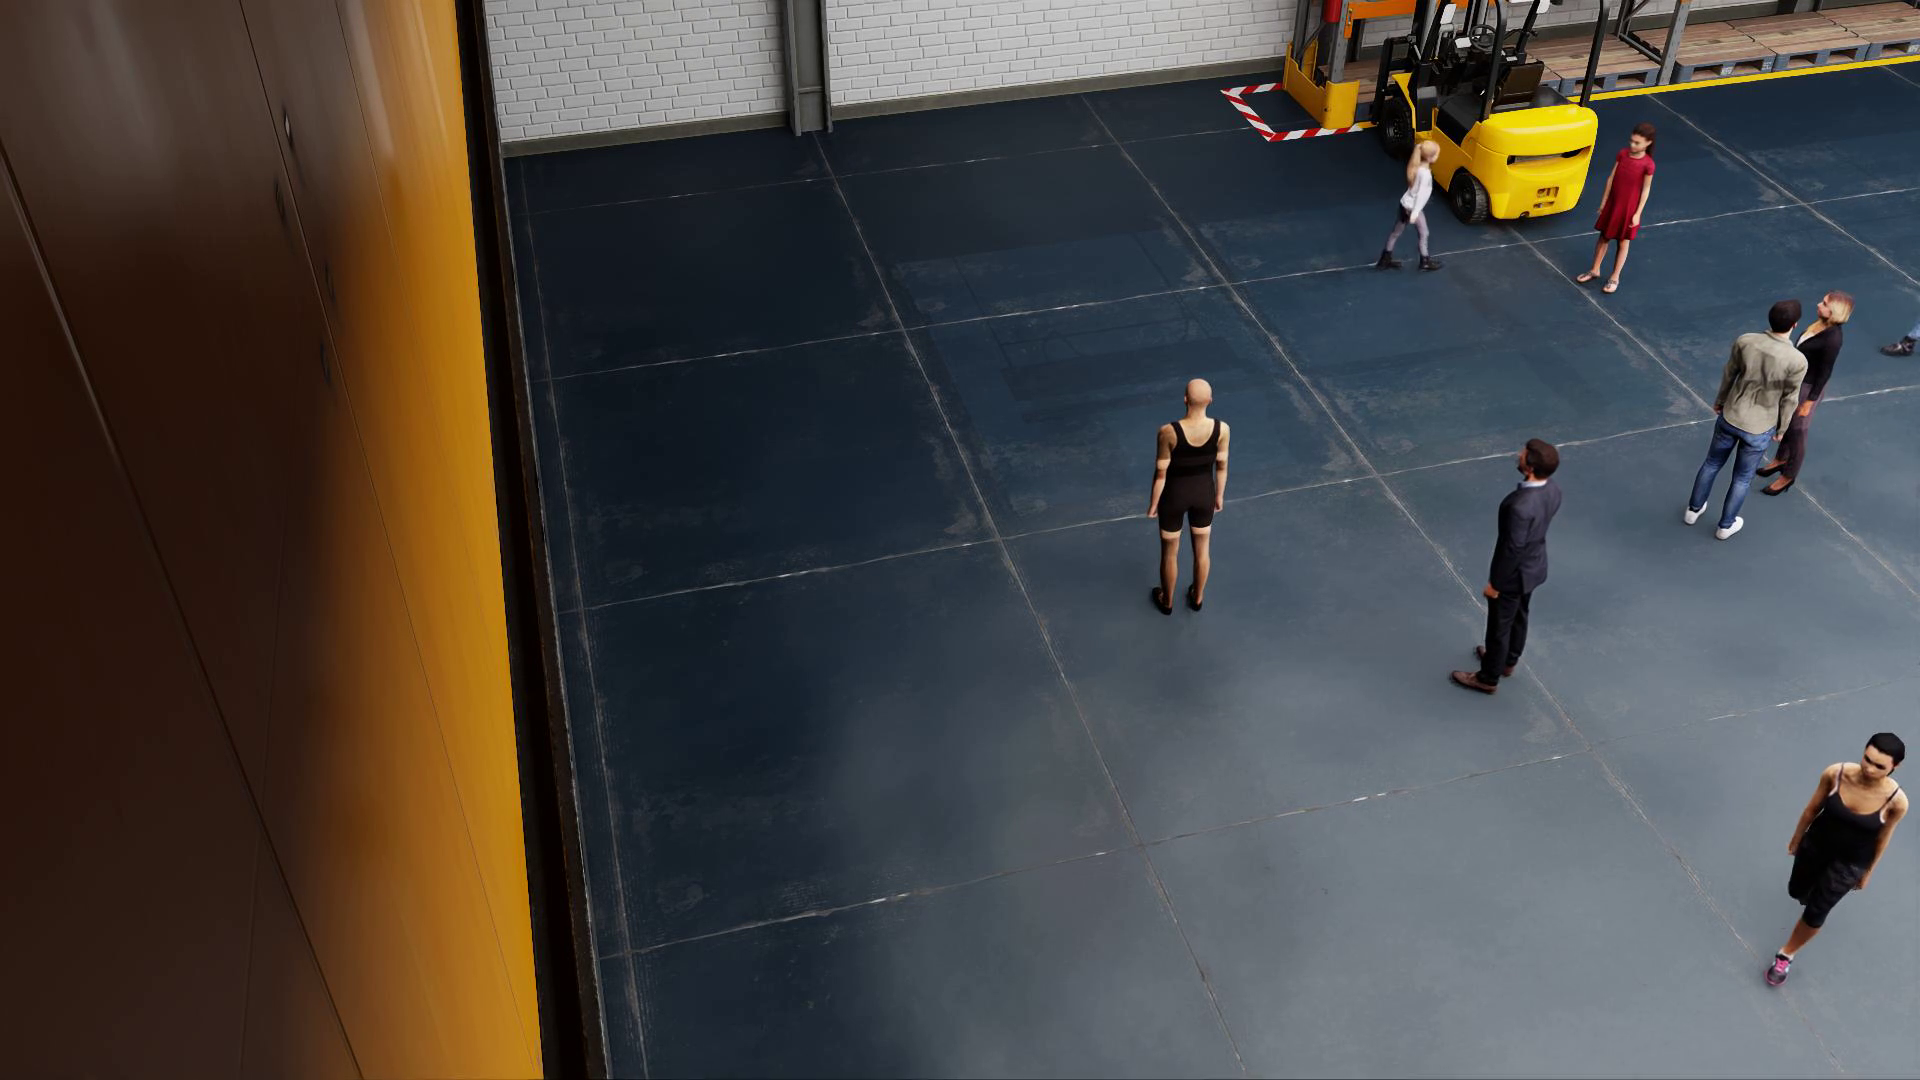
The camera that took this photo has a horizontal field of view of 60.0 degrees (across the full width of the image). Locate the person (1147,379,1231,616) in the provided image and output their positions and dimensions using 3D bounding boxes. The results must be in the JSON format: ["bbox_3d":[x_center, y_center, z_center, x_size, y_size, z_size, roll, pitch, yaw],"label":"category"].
[{"bbox_3d":[1.496,-0.270,10.955,0.468,1.814,0.736,-5,39,-7],"label":"person"}]

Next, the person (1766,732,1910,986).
[{"bbox_3d":[4.614,1.596,8.702,0.879,1.708,1.030,29,47,31],"label":"person"}]

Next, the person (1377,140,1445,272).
[{"bbox_3d":[3.950,-2.947,14.755,0.812,1.254,0.563,-6,39,-8],"label":"person"}]

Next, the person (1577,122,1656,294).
[{"bbox_3d":[5.780,-2.923,14.483,0.720,1.556,0.661,-30,48,-32],"label":"person"}]

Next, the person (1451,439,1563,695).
[{"bbox_3d":[3.454,0.175,10.354,0.792,1.867,0.696,31,48,32],"label":"person"}]

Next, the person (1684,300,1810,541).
[{"bbox_3d":[5.495,-0.838,11.626,0.753,1.862,0.773,-30,48,-32],"label":"person"}]

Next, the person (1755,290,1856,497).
[{"bbox_3d":[6.141,-1.065,12.064,0.690,1.670,0.685,8,39,10],"label":"person"}]
